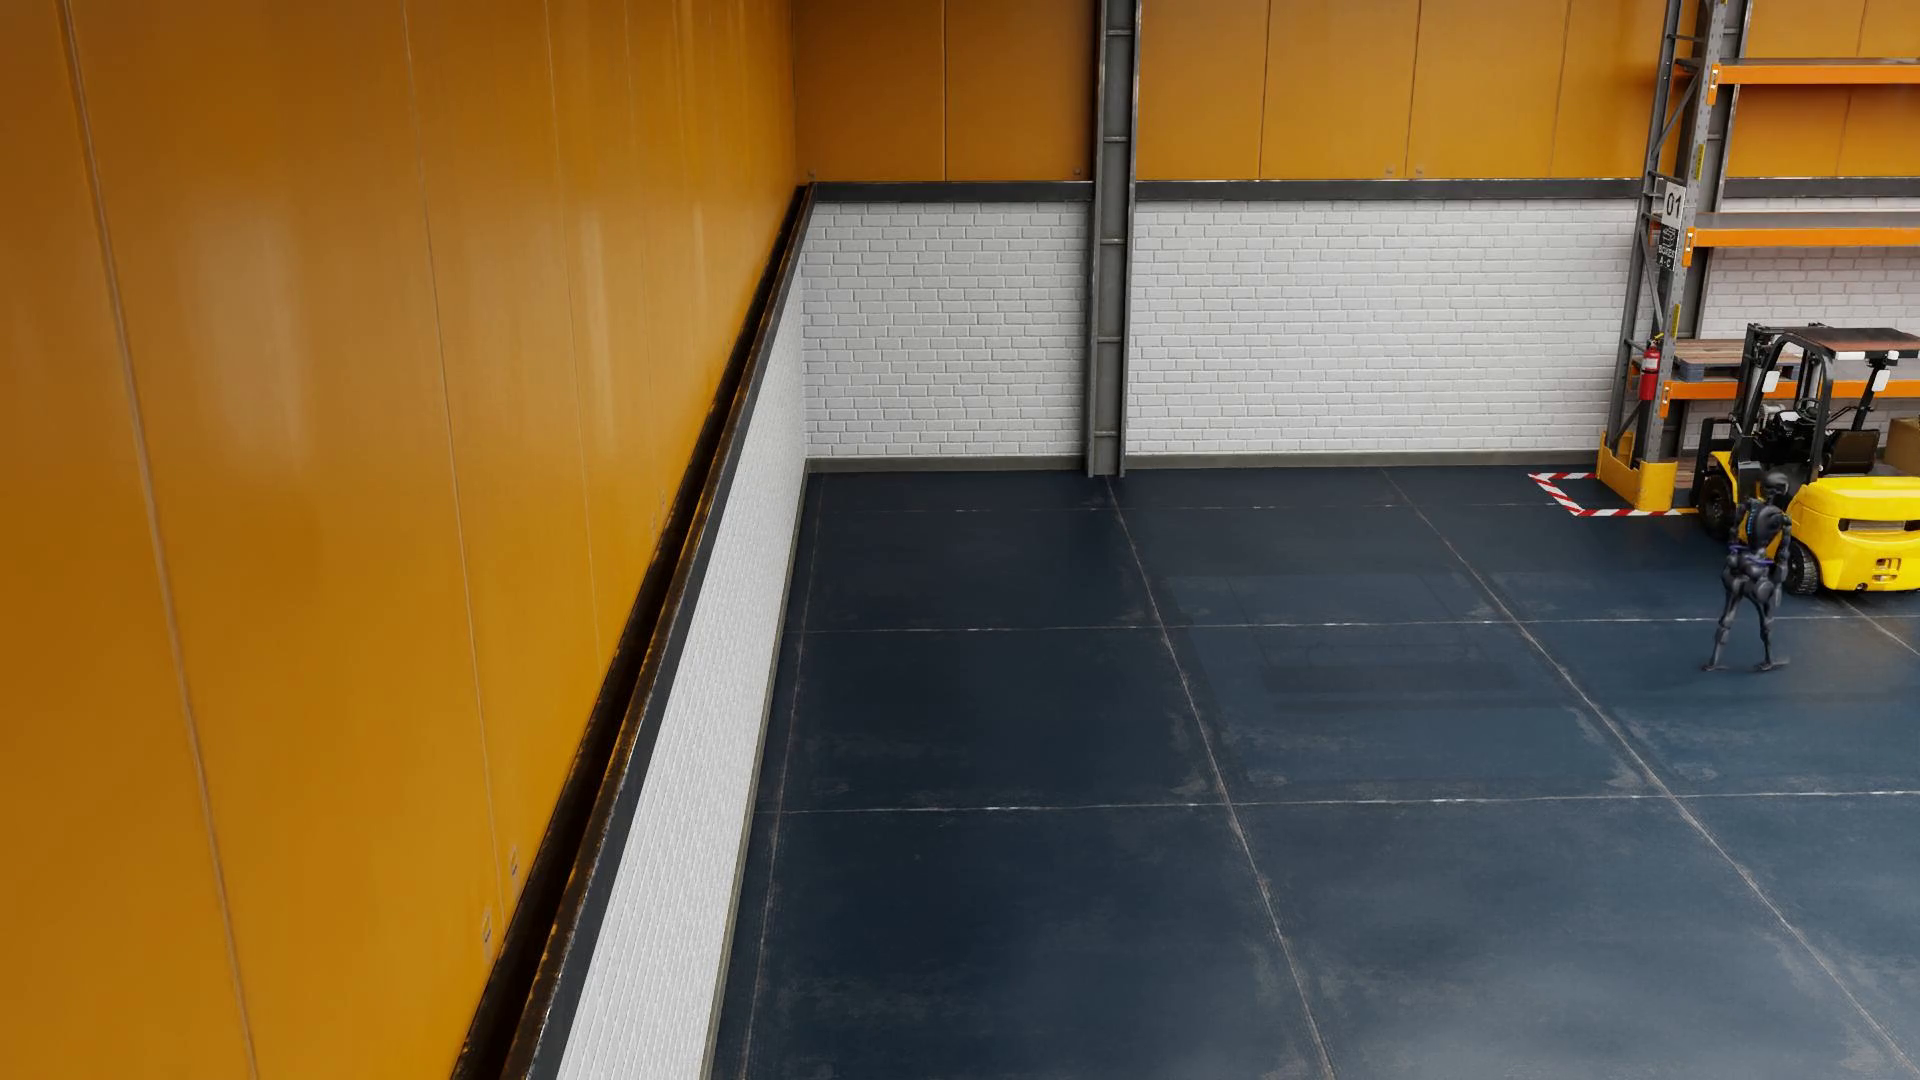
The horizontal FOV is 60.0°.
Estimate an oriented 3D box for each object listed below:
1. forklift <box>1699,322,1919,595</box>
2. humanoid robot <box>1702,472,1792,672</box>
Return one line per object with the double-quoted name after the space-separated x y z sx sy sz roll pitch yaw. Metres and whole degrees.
7.809 -0.792 14.926 1.214 2.155 2.313 -1 20 -2 "forklift"
6.184 0.242 12.897 0.691 1.634 0.613 -7 21 -19 "humanoid robot"
